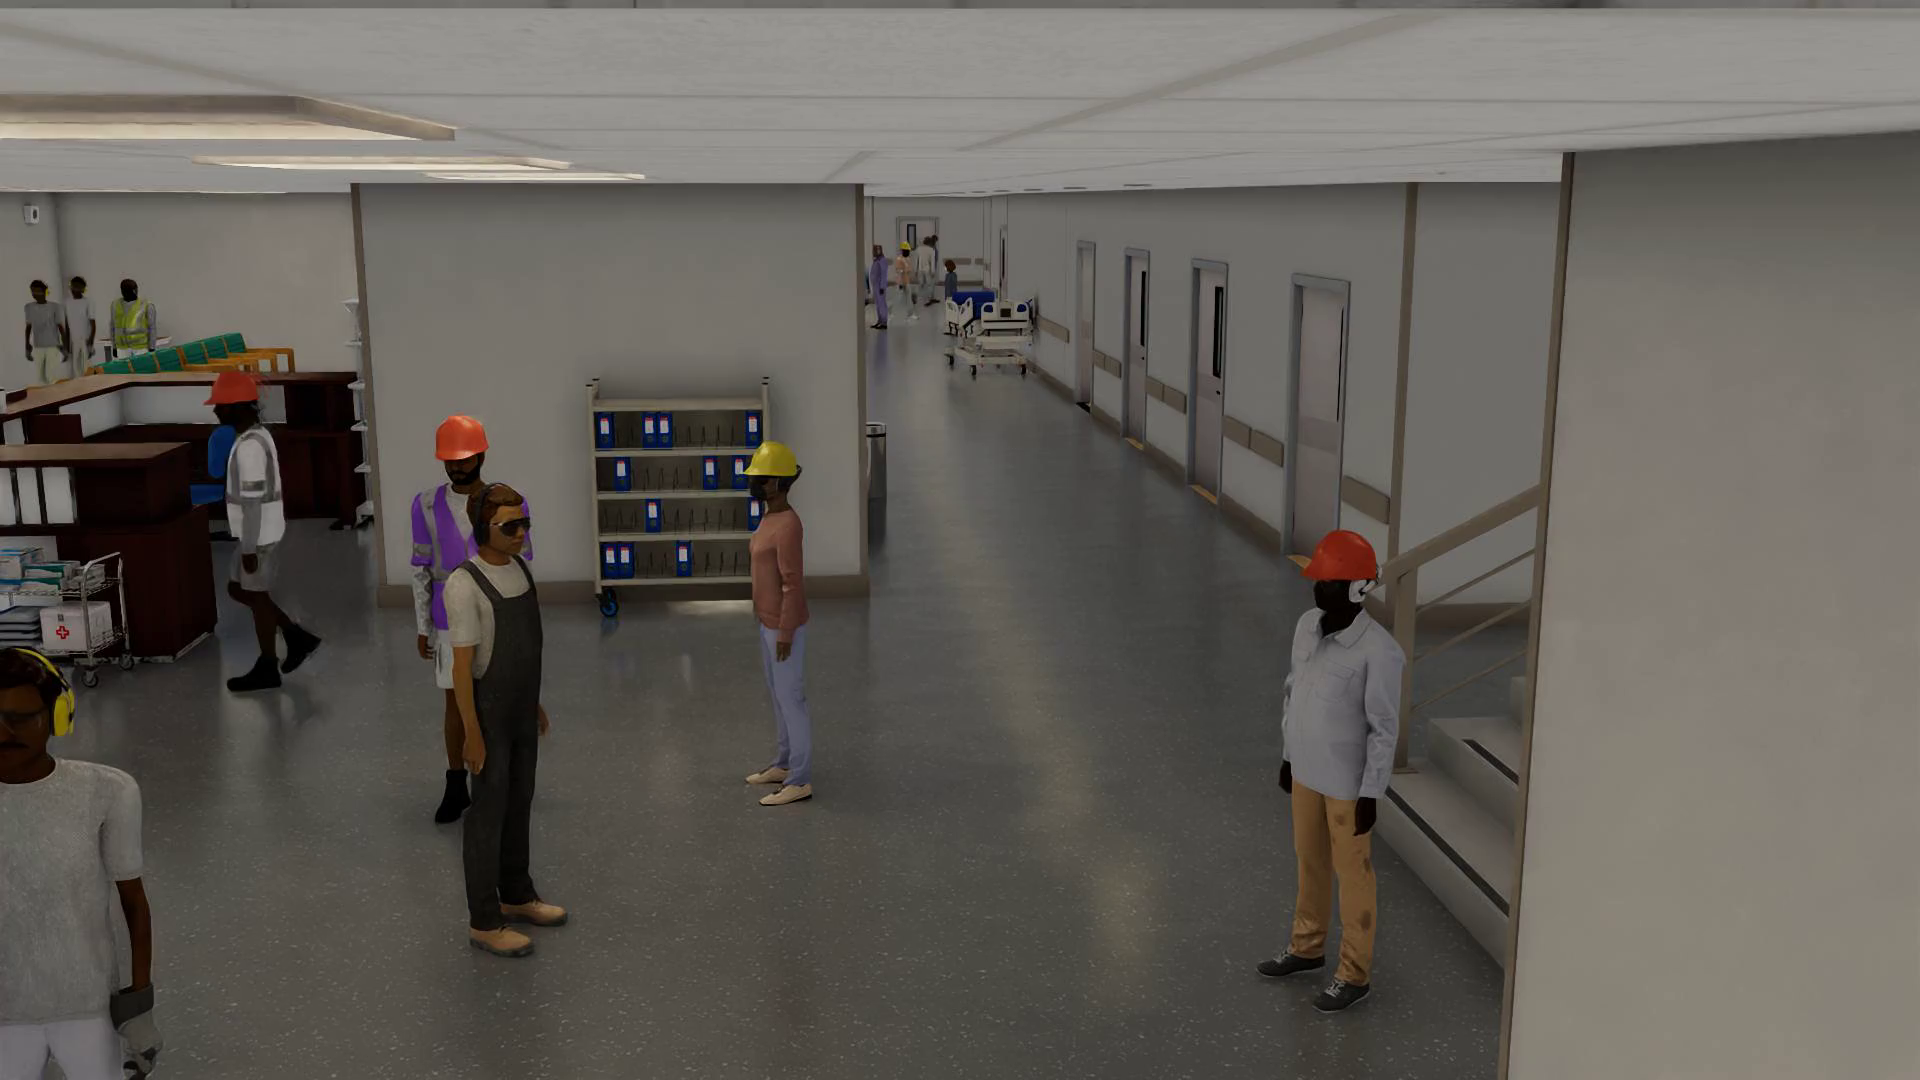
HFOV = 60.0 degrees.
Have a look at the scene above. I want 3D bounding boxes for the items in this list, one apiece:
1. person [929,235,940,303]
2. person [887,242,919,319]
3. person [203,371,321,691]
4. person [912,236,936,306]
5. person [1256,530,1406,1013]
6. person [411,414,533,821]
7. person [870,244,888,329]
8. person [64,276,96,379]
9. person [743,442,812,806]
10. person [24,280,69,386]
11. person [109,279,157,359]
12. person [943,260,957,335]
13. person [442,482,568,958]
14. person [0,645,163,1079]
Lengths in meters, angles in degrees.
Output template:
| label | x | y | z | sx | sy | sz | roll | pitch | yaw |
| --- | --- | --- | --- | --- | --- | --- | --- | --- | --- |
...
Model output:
| label | x | y | z | sx | sy | sz | roll | pitch | yaw |
| --- | --- | --- | --- | --- | --- | --- | --- | --- | --- |
| person | -0.779 | -7.696 | 47.251 | 0.377 | 1.931 | 0.636 | 1 | 12 | 7 |
| person | -1.465 | -6.364 | 40.838 | 0.867 | 1.897 | 0.595 | 6 | 13 | 27 |
| person | -4.178 | -0.047 | 9.875 | 0.457 | 1.925 | 0.574 | -4 | 12 | -20 |
| person | -0.995 | -7.374 | 45.707 | 0.666 | 1.913 | 0.691 | 8 | 14 | 34 |
| person | 1.345 | 0.822 | 6.036 | 0.318 | 1.756 | 0.561 | -6 | 13 | -26 |
| person | -2.276 | 0.373 | 7.791 | 0.553 | 1.935 | 0.365 | -1 | 12 | -6 |
| person | -1.858 | -5.771 | 37.896 | 0.403 | 1.904 | 0.651 | -3 | 12 | -15 |
| person | -12.464 | -2.807 | 23.577 | 0.583 | 1.837 | 0.335 | 4 | 12 | 20 |
| person | -0.890 | 0.399 | 8.081 | 0.299 | 1.772 | 0.533 | -4 | 12 | -17 |
| person | -12.476 | -2.640 | 22.755 | 0.569 | 1.847 | 0.594 | -1 | 12 | -6 |
| person | -11.342 | -2.654 | 22.824 | 0.627 | 1.845 | 0.429 | 0 | 12 | -1 |
| person | -0.204 | -5.254 | 36.062 | 0.283 | 1.625 | 0.495 | -5 | 13 | -24 |
| person | -1.778 | 0.685 | 6.488 | 0.330 | 1.844 | 0.520 | 3 | 12 | 16 |
| person | -2.239 | 1.166 | 4.077 | 0.513 | 1.875 | 0.328 | -3 | 12 | -13 |
